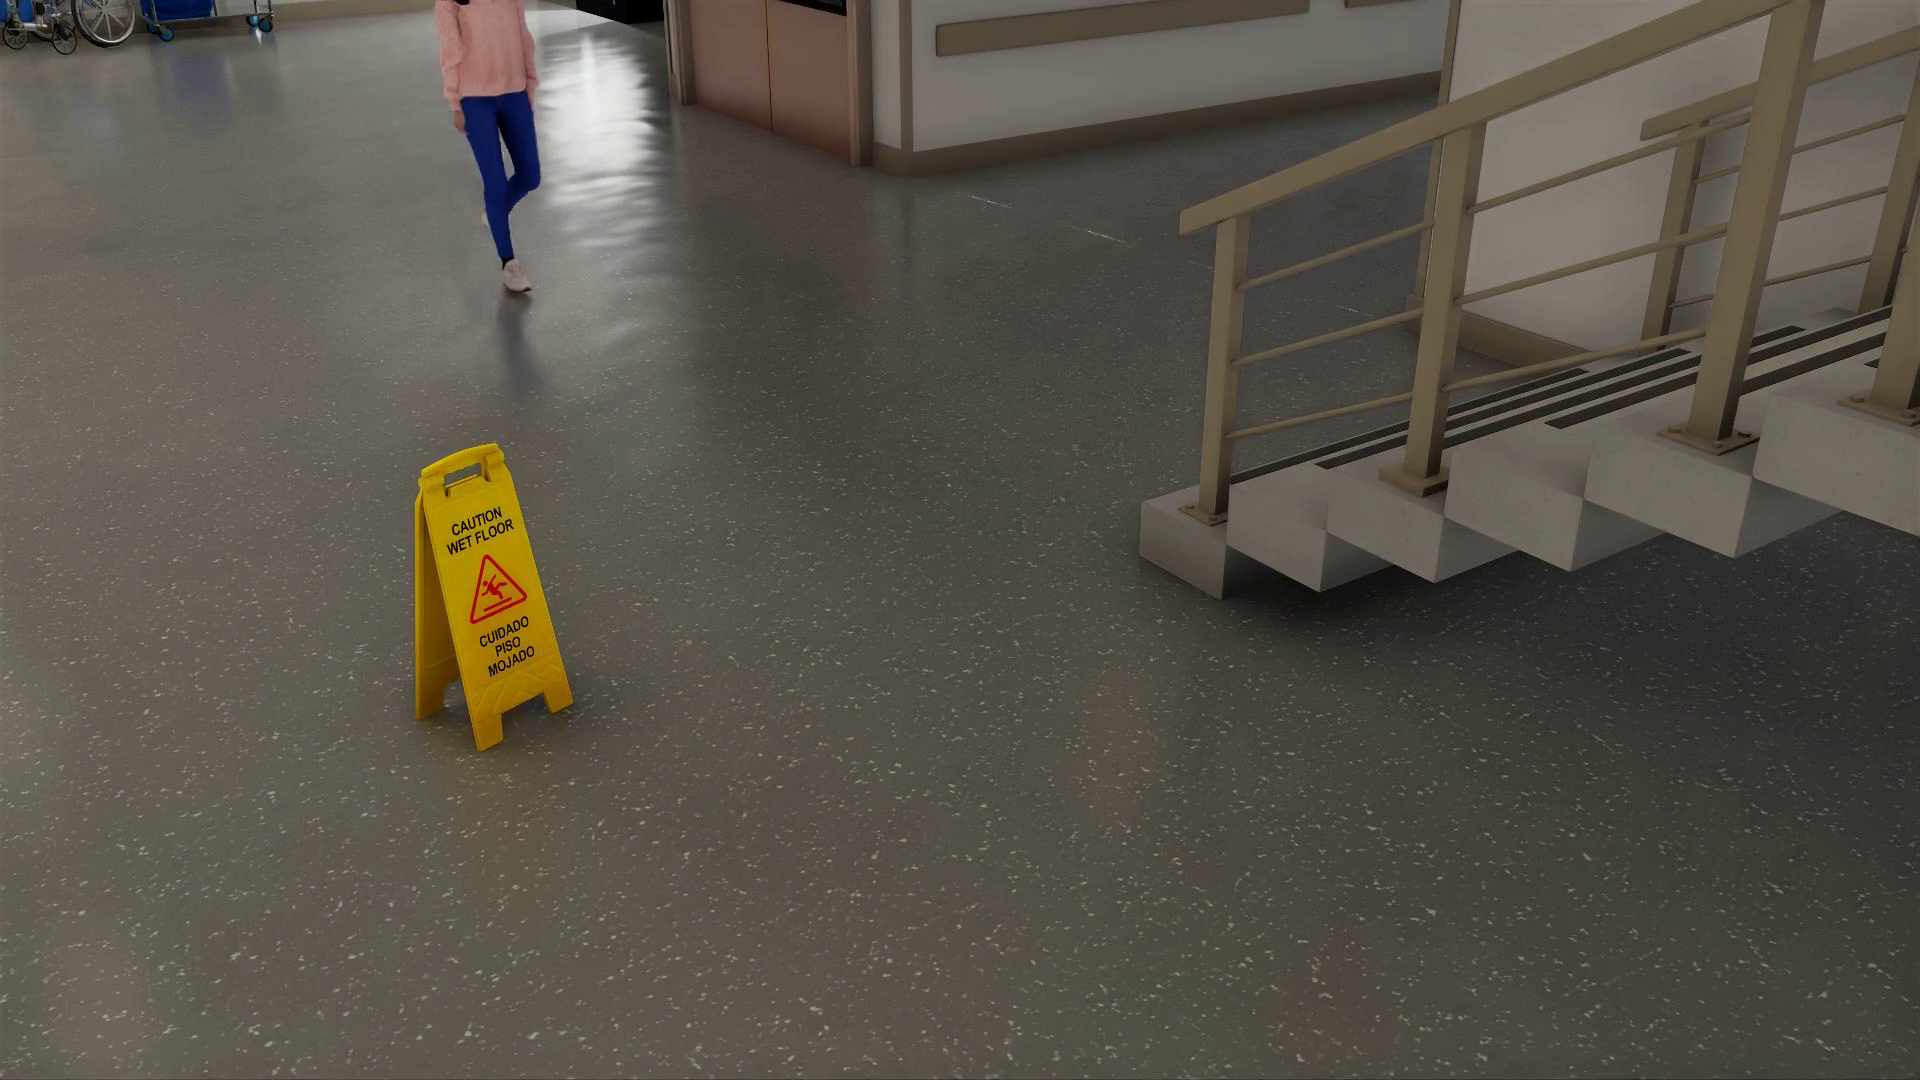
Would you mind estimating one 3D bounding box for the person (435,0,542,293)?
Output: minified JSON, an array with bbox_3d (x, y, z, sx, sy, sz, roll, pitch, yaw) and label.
[{"bbox_3d":[-2.292,-2.089,7.994,0.654,1.754,0.816,-19,32,-34],"label":"person"}]
